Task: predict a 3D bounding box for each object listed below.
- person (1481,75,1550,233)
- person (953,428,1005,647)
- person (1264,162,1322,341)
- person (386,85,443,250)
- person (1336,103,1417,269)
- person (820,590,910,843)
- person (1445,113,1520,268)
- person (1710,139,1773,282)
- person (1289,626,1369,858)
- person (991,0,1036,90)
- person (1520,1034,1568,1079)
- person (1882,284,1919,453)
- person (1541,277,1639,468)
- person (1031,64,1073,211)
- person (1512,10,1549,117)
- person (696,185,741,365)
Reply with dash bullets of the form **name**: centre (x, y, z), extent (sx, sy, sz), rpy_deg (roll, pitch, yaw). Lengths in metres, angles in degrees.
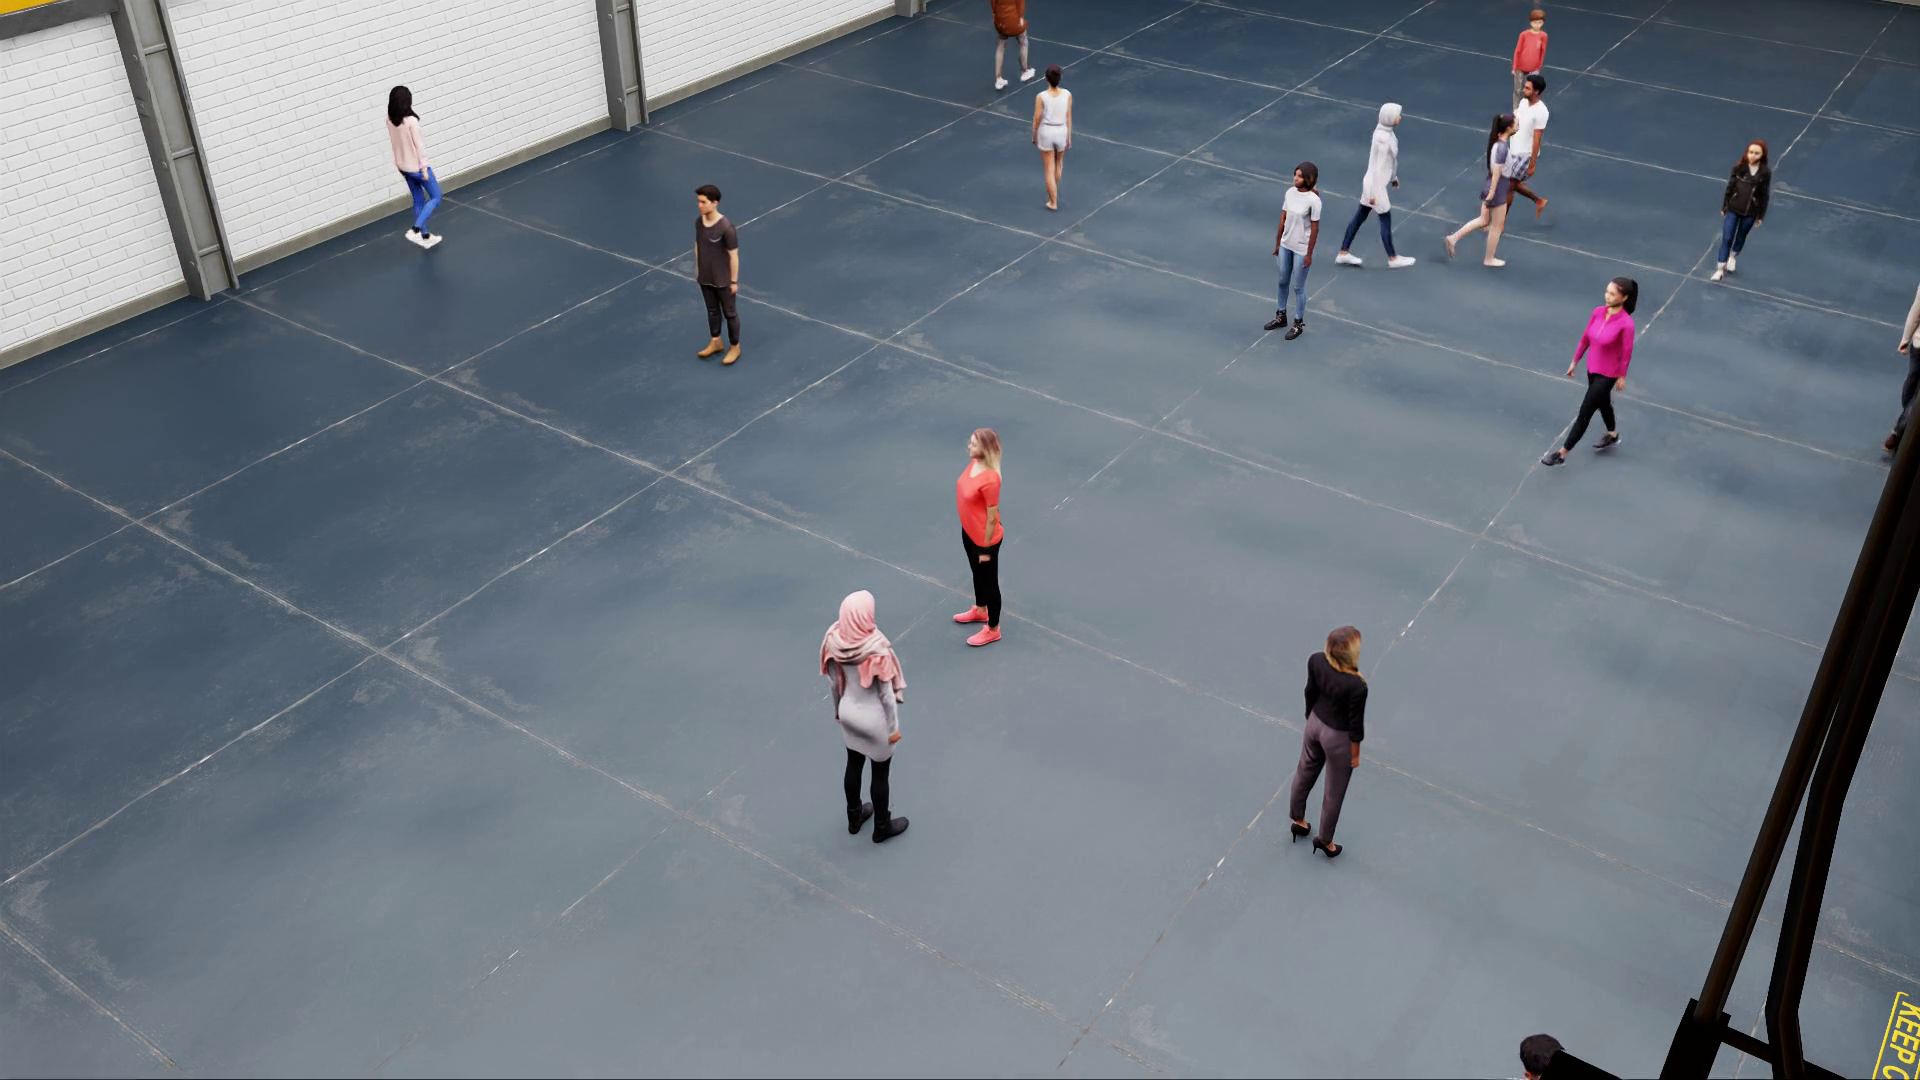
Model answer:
- **person**: centre (6.112, -4.139, 17.859), extent (1.098, 1.709, 1.033), rpy_deg (-6, 34, -9)
- **person**: centre (0.166, -0.042, 11.709), extent (0.711, 1.694, 0.675), rpy_deg (-10, 35, -14)
- **person**: centre (3.185, -2.753, 15.764), extent (0.613, 1.719, 0.643), rpy_deg (-24, 40, -31)
- **person**: centre (-5.764, -3.840, 17.365), extent (0.644, 1.758, 0.711), rpy_deg (21, 39, 28)
- **person**: centre (4.165, -3.602, 17.019), extent (1.001, 1.744, 1.075), rpy_deg (3, 34, 5)
- **person**: centre (-0.565, 1.061, 9.951), extent (0.616, 1.803, 0.569), rpy_deg (22, 39, 29)
- **person**: centre (5.407, -3.590, 17.106), extent (0.911, 1.629, 0.918), rpy_deg (2, 34, 4)
- **person**: centre (7.991, -3.373, 16.949), extent (0.645, 1.441, 0.974), rpy_deg (17, 37, 23)
- **person**: centre (2.187, 1.194, 9.870), extent (0.633, 1.672, 0.658), rpy_deg (-21, 39, -29)
- **person**: centre (0.612, -6.808, 21.786), extent (0.736, 1.807, 0.964), rpy_deg (19, 38, 26)
- **person**: centre (2.623, 2.775, 7.873), extent (0.622, 1.250, 0.652), rpy_deg (-21, 39, -28)
- **person**: centre (8.105, -1.569, 13.887), extent (0.821, 1.827, 1.232), rpy_deg (29, 43, 36)
- **person**: centre (5.387, -1.393, 13.780), extent (1.207, 1.650, 0.988), rpy_deg (-13, 36, -19)
- **person**: centre (1.046, -4.426, 18.399), extent (0.902, 1.590, 0.951), rpy_deg (-7, 34, -11)
- **person**: centre (7.110, -5.951, 20.868), extent (0.694, 1.396, 0.885), rpy_deg (9, 35, 13)
- **person**: centre (-2.230, -2.471, 15.343), extent (0.610, 1.717, 0.539), rpy_deg (22, 39, 29)
